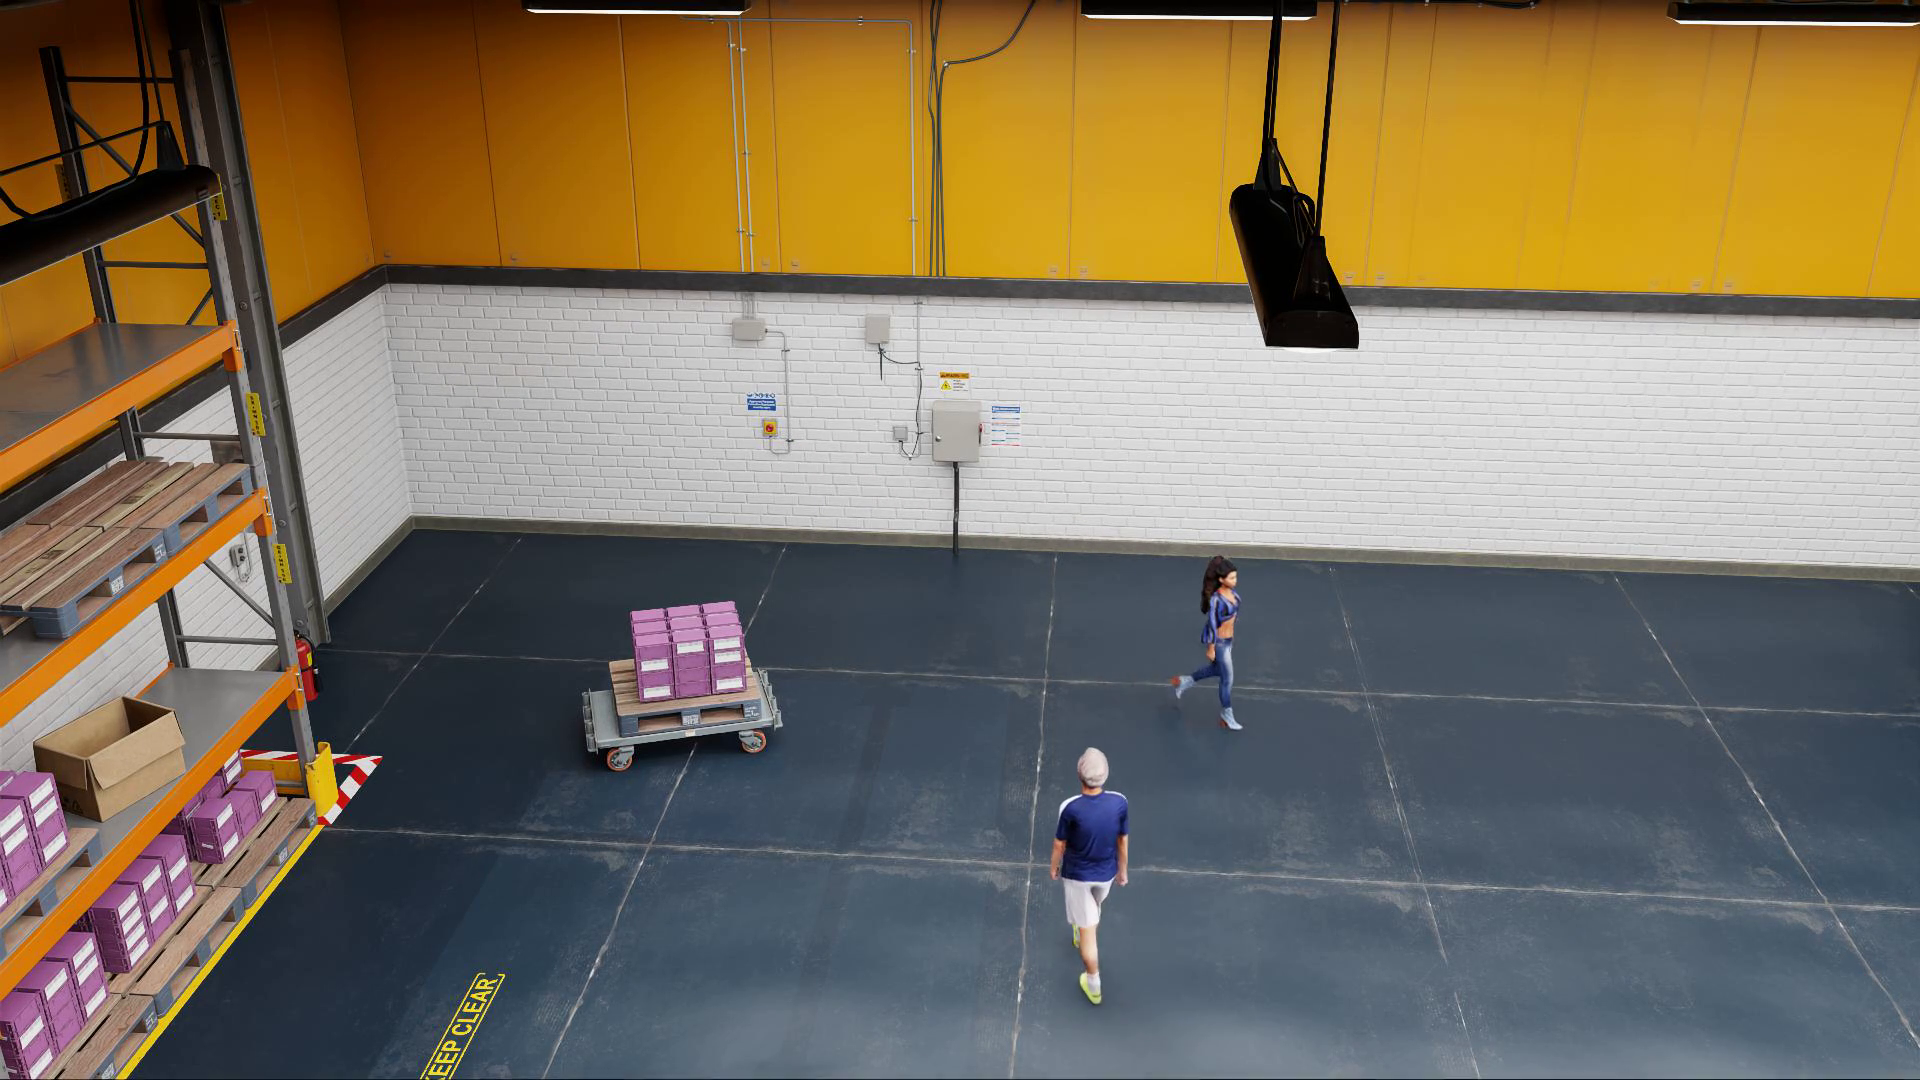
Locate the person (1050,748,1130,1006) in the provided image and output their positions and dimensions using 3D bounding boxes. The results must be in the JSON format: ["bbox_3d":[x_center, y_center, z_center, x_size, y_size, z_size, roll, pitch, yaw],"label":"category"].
[{"bbox_3d":[0.903,2.282,11.127,0.928,1.806,1.160,-8,25,-17],"label":"person"}]

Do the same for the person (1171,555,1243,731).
[{"bbox_3d":[2.211,0.887,14.574,0.952,1.600,1.011,15,28,30],"label":"person"}]
